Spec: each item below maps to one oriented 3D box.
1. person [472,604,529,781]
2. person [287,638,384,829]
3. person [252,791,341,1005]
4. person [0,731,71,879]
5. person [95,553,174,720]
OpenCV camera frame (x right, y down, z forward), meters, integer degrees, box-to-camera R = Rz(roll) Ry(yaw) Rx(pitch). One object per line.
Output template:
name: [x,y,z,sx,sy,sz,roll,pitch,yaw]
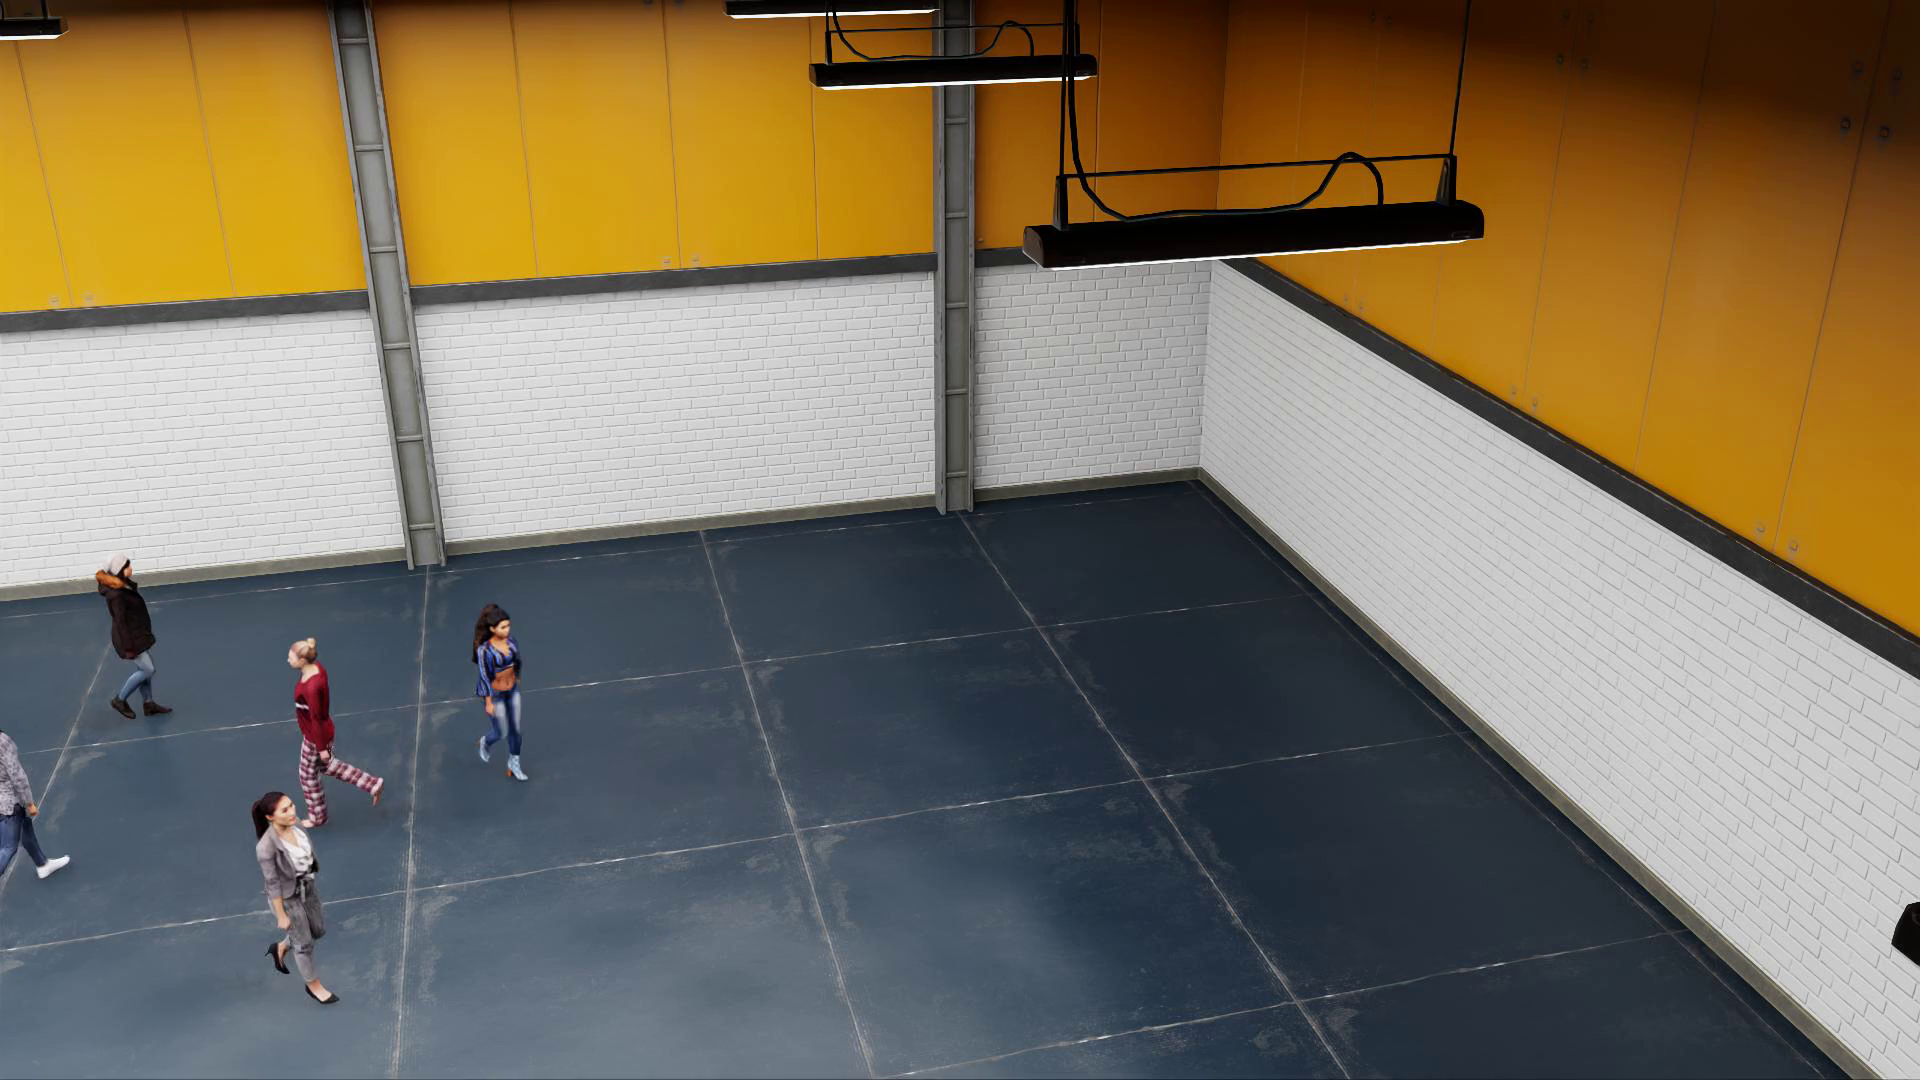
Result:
person: [-3.887,1.283,13.924,0.879,1.607,0.824,15,28,31]
person: [-5.032,1.533,13.259,0.902,1.680,0.630,-5,24,-12]
person: [-4.567,2.422,11.248,0.933,1.663,0.825,6,24,13]
person: [-7.132,1.954,12.272,1.164,1.699,1.145,10,26,22]
person: [-7.466,0.870,14.844,0.709,1.626,0.633,-7,25,-16]
